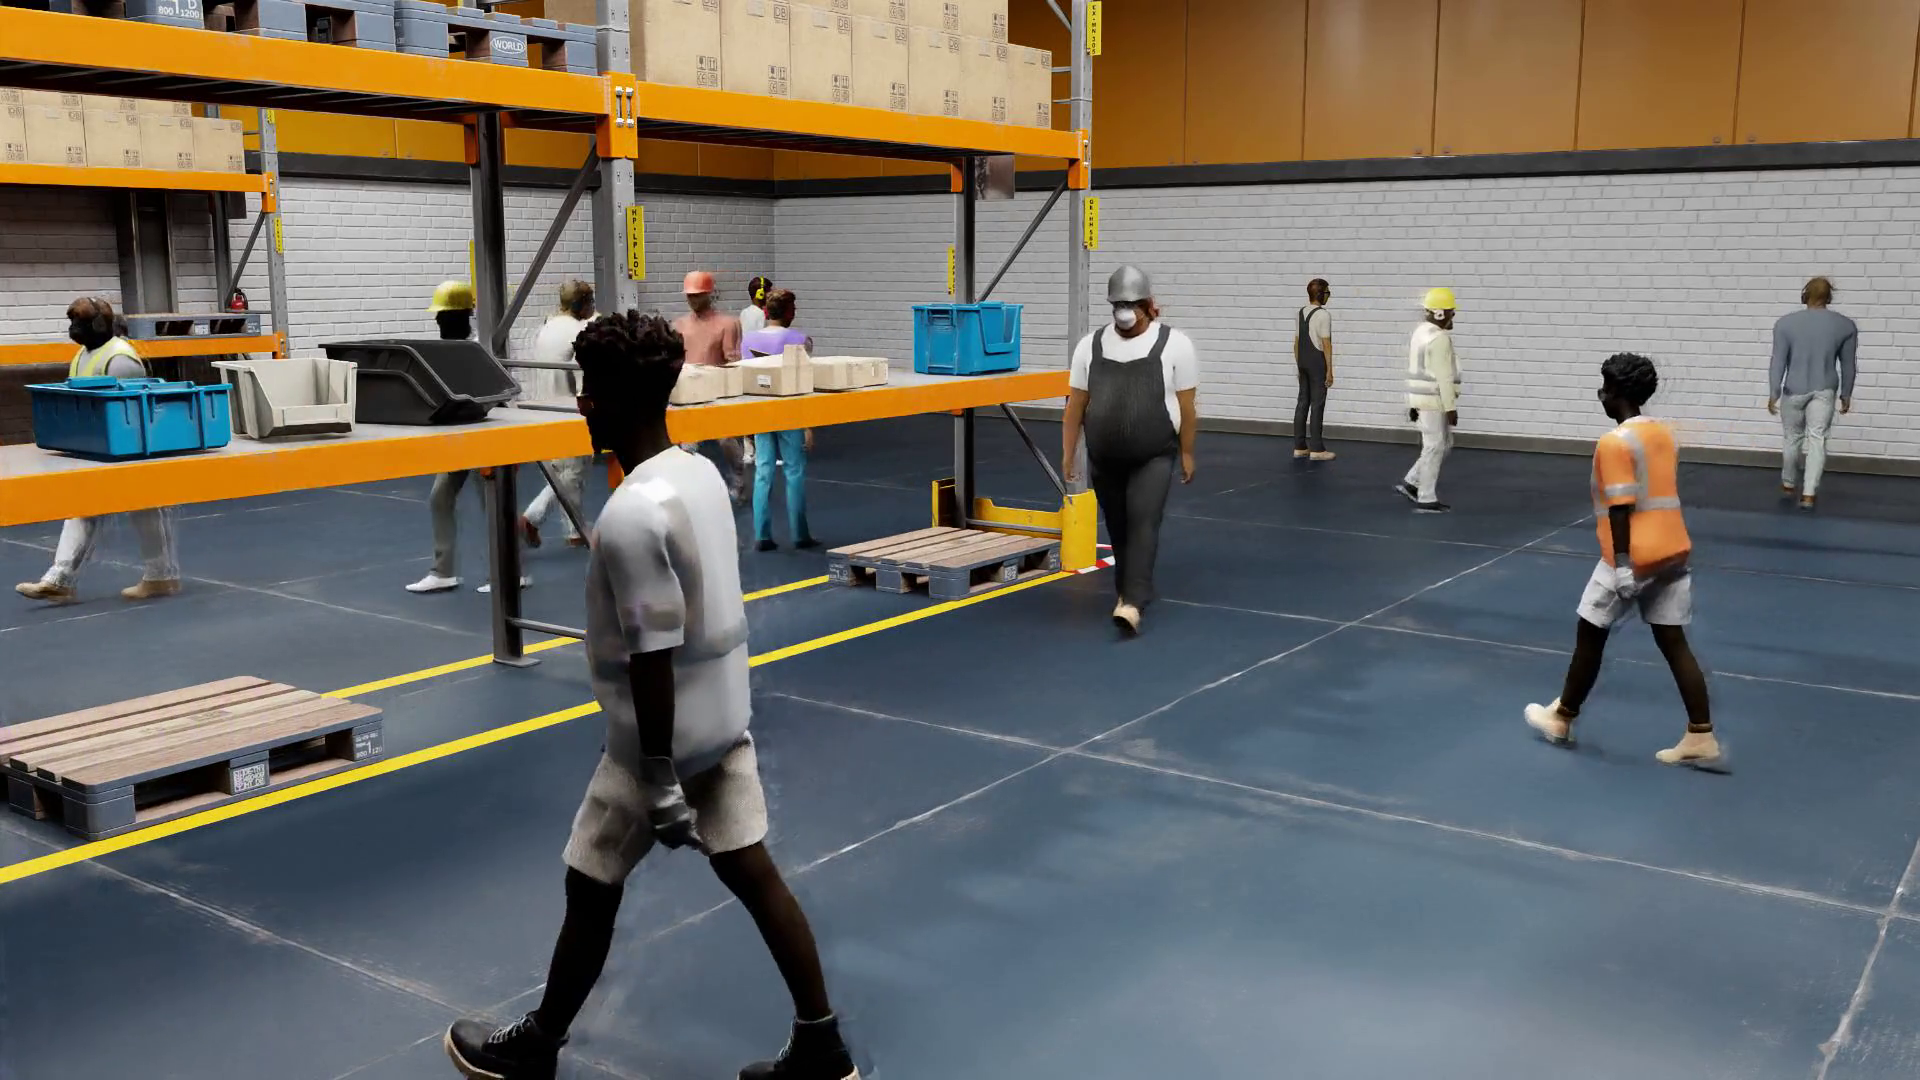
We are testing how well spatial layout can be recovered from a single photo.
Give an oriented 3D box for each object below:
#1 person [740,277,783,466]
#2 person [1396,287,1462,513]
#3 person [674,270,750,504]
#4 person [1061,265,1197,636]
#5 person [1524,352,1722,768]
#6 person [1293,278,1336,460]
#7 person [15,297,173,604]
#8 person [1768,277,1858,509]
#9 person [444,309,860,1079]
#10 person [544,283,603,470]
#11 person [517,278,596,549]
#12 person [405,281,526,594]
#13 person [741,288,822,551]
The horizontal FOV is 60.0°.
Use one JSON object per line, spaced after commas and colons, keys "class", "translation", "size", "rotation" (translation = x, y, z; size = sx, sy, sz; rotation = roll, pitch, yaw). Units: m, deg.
{"class": "person", "translation": [-1.990, -1.666, 16.489], "size": [0.328, 1.865, 0.521], "rotation": [-6, 11, -33]}
{"class": "person", "translation": [3.802, -1.107, 13.292], "size": [0.421, 1.817, 0.600], "rotation": [1, 10, 4]}
{"class": "person", "translation": [-2.014, -1.217, 13.559], "size": [0.640, 1.947, 0.989], "rotation": [4, 10, 21]}
{"class": "person", "translation": [0.884, -0.513, 9.093], "size": [0.708, 2.000, 0.989], "rotation": [4, 10, 22]}
{"class": "person", "translation": [2.716, 0.074, 6.723], "size": [0.556, 1.641, 0.873], "rotation": [-7, 12, -37]}
{"class": "person", "translation": [3.621, -1.737, 16.964], "size": [0.338, 1.845, 0.514], "rotation": [-5, 11, -29]}
{"class": "person", "translation": [-5.095, -0.502, 9.718], "size": [0.659, 1.802, 0.901], "rotation": [8, 12, 39]}
{"class": "person", "translation": [7.069, -1.231, 13.826], "size": [0.648, 1.882, 1.048], "rotation": [4, 10, 22]}
{"class": "person", "translation": [-0.719, 0.425, 3.911], "size": [1.031, 1.913, 0.623], "rotation": [2, 10, 13]}
{"class": "person", "translation": [-3.748, -1.565, 16.036], "size": [0.660, 1.806, 0.874], "rotation": [1, 10, 6]}
{"class": "person", "translation": [-2.754, -0.835, 11.419], "size": [0.728, 1.912, 0.662], "rotation": [-9, 13, -42]}
{"class": "person", "translation": [-3.030, -0.593, 10.005], "size": [0.818, 1.898, 0.605], "rotation": [-6, 12, -34]}
{"class": "person", "translation": [-1.265, -0.834, 11.616], "size": [0.579, 1.842, 0.418], "rotation": [4, 11, 25]}
